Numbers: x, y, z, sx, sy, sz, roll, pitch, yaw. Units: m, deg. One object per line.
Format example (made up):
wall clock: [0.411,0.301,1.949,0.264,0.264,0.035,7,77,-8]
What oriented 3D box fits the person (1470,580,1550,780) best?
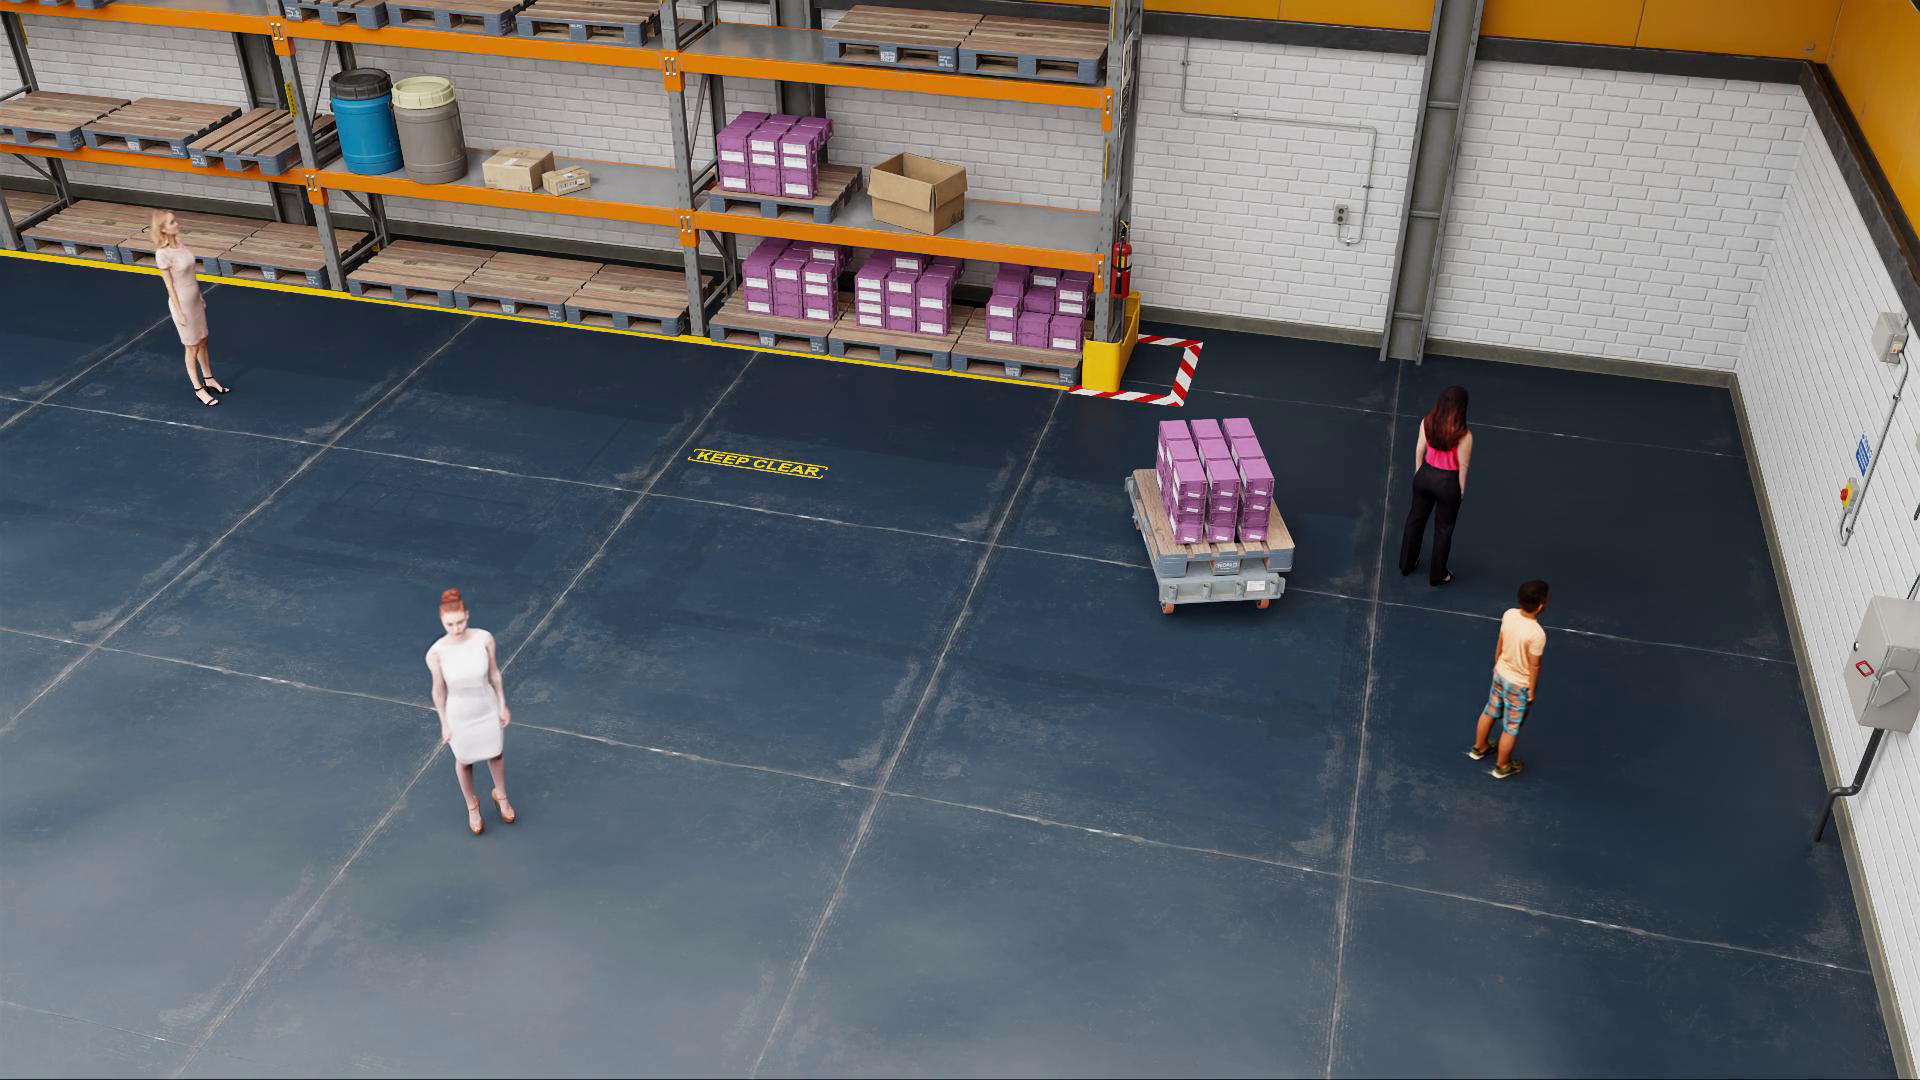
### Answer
person: [3.556,0.884,10.672,0.639,1.458,0.591,-14,36,-20]

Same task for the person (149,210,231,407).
person: [-6.885,-2.076,14.790,0.540,1.829,0.596,3,34,5]

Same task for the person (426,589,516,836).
person: [-2.956,1.055,10.111,0.639,1.793,0.701,-17,37,-24]

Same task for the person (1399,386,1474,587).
person: [3.592,-0.419,12.449,0.600,1.660,0.715,28,43,35]
